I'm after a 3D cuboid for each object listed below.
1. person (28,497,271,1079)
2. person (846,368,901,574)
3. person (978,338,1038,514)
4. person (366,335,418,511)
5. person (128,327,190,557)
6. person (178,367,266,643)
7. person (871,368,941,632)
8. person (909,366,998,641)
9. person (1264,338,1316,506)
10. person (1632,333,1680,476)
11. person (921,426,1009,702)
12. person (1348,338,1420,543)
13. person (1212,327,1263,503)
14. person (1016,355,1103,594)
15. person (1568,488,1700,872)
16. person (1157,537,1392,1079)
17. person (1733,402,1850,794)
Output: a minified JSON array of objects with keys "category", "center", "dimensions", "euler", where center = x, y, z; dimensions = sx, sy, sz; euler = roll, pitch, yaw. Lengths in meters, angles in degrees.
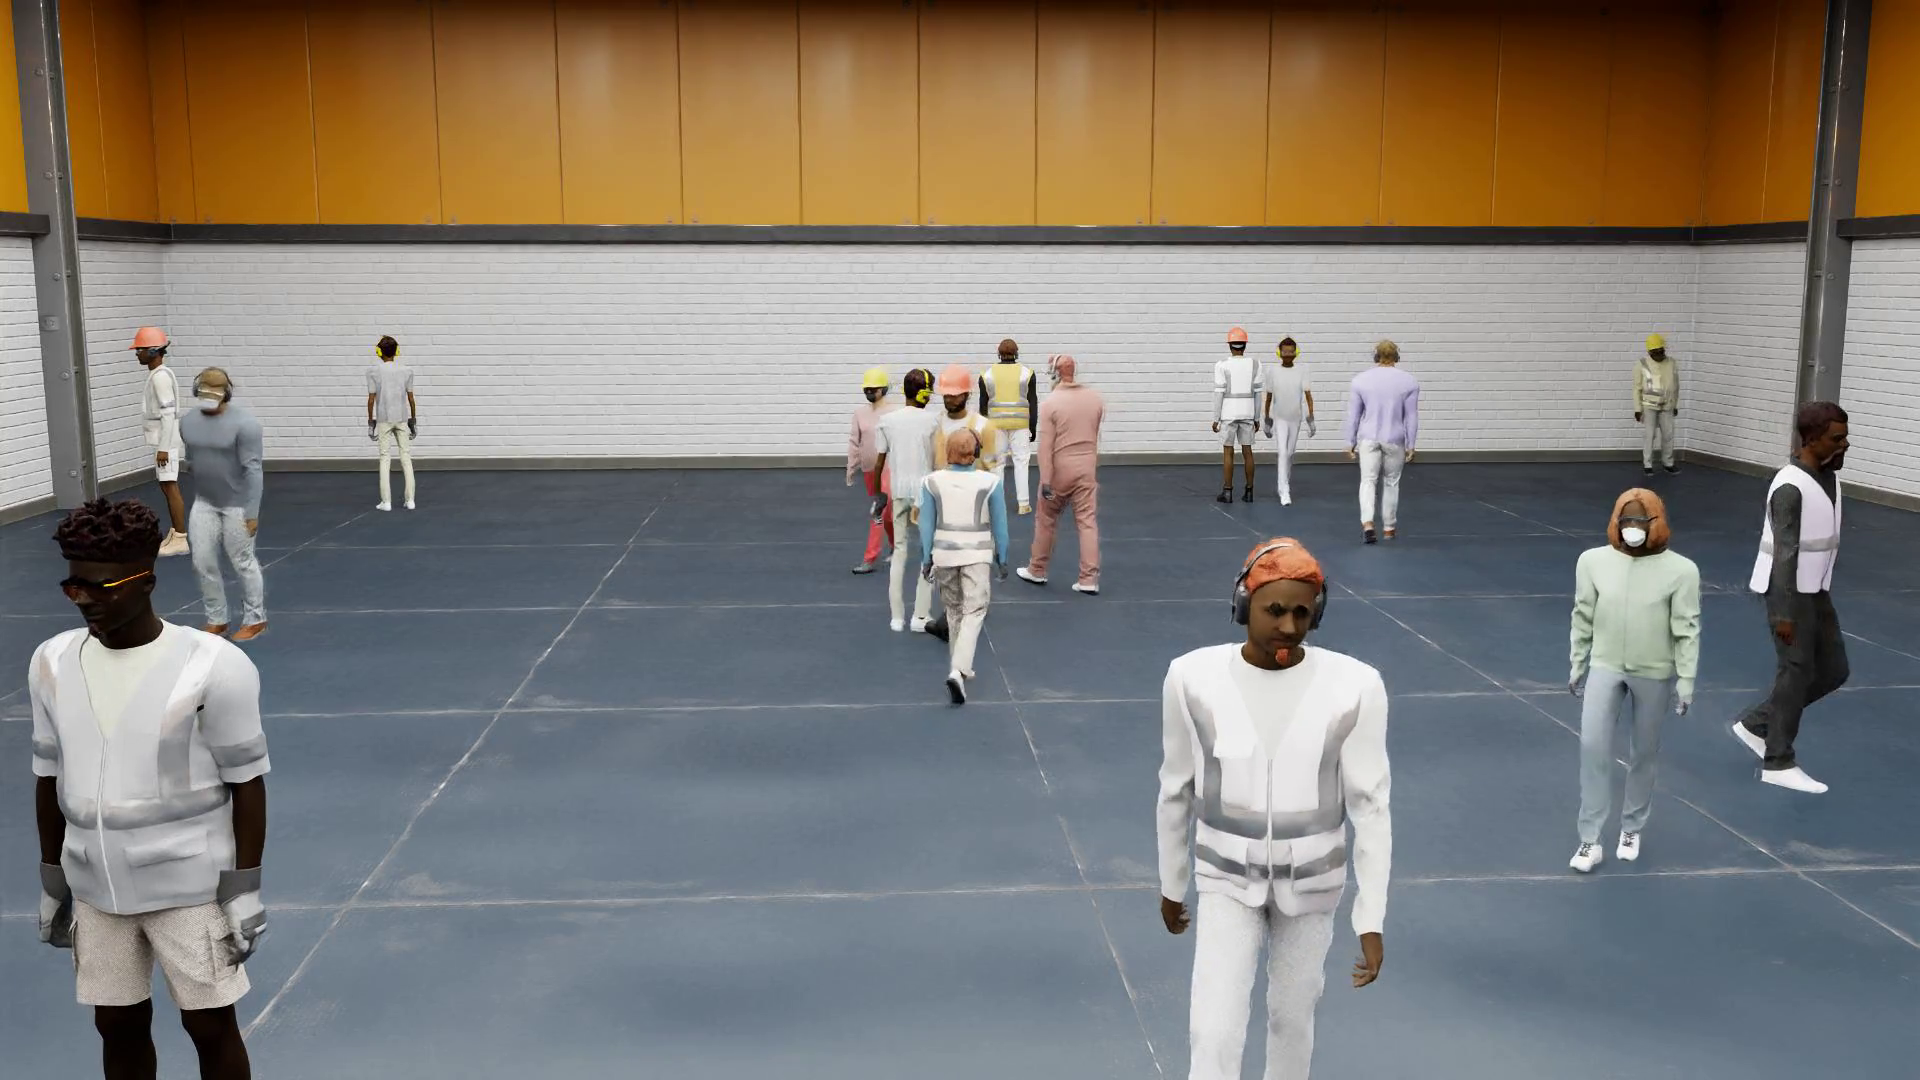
[{"category":"person","center":[-2.057,0.857,4.215],"dimensions":[0.614,1.962,0.366],"euler":[1,9,7]},{"category":"person","center":[-0.684,-0.609,14.199],"dimensions":[0.542,1.720,0.919],"euler":[6,11,33]},{"category":"person","center":[0.511,-1.184,17.421],"dimensions":[0.624,1.844,0.429],"euler":[1,9,6]},{"category":"person","center":[-6.053,-1.243,17.735],"dimensions":[0.516,1.862,0.315],"euler":[-5,11,-31]},{"category":"person","center":[-7.142,-0.872,14.830],"dimensions":[0.388,2.041,0.615],"euler":[-5,10,-27]},{"category":"person","center":[-4.915,-0.222,11.191],"dimensions":[0.646,1.895,0.605],"euler":[2,9,11]},{"category":"person","center":[-0.340,-0.271,11.661],"dimensions":[0.630,1.853,0.414],"euler":[4,10,23]},{"category":"person","center":[-0.035,-0.267,11.548],"dimensions":[0.551,1.875,1.042],"euler":[4,10,26]},{"category":"person","center":[3.640,-1.325,18.393],"dimensions":[0.539,1.828,0.967],"euler":[0,9,2]},{"category":"person","center":[8.637,-1.666,20.620],"dimensions":[0.636,1.788,0.440],"euler":[-1,9,-6]},{"category":"person","center":[0.012,0.133,9.890],"dimensions":[0.527,1.611,0.795],"euler":[3,9,16]},{"category":"person","center":[3.948,-0.921,15.540],"dimensions":[0.641,1.920,0.802],"euler":[3,10,18]},{"category":"person","center":[3.037,-1.370,18.293],"dimensions":[0.550,1.933,0.374],"euler":[-2,9,-9]},{"category":"person","center":[0.797,-0.530,13.229],"dimensions":[0.651,1.863,0.942],"euler":[-5,10,-29]},{"category":"person","center":[2.787,0.594,6.945],"dimensions":[0.521,1.607,0.676],"euler":[5,10,30]},{"category":"person","center":[0.779,0.919,4.209],"dimensions":[0.585,1.837,0.936],"euler":[2,9,10]},{"category":"person","center":[4.085,0.275,8.064],"dimensions":[0.447,1.900,0.619],"euler":[9,13,44]}]
